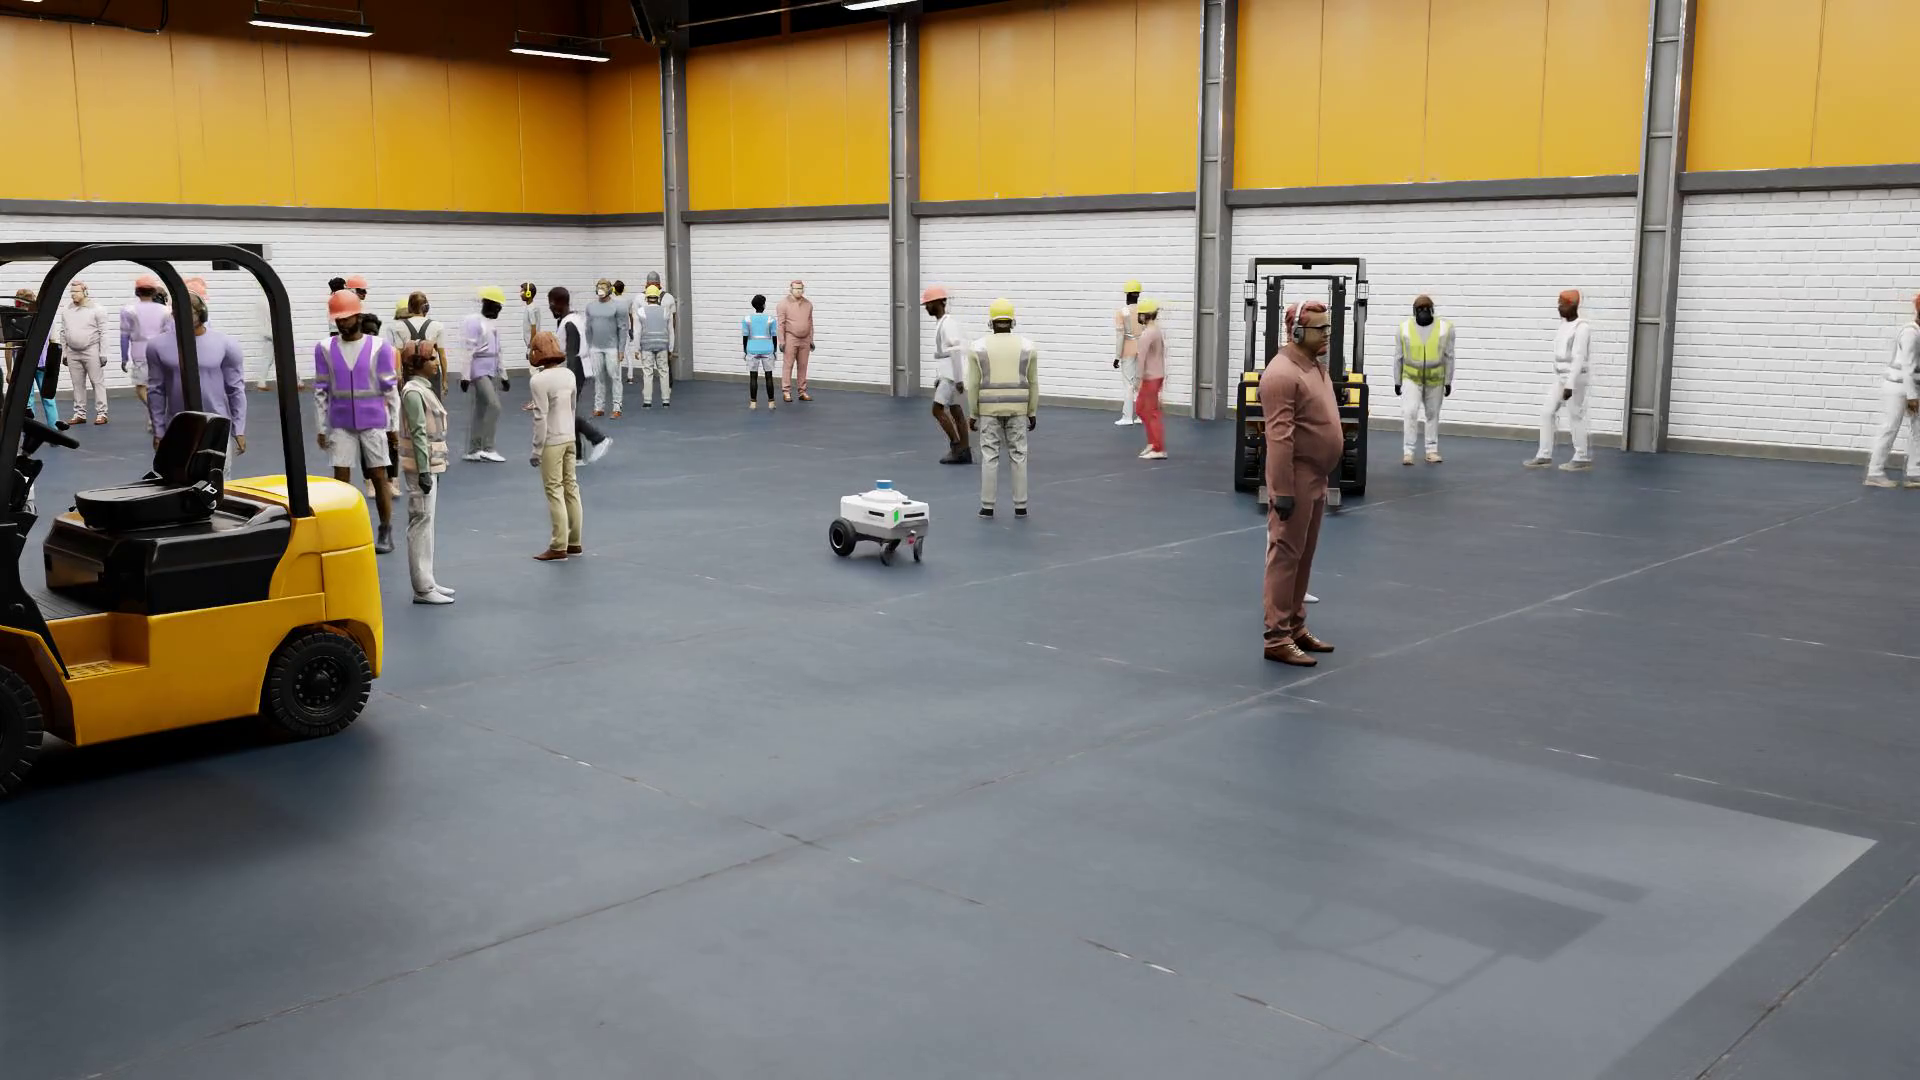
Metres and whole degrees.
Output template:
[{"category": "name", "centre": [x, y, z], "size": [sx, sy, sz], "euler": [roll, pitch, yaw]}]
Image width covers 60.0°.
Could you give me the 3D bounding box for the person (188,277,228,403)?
[{"category": "person", "centre": [-11.808, -3.063, 25.593], "size": [1.001, 1.955, 0.637], "euler": [0, 9, 0]}]

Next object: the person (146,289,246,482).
[{"category": "person", "centre": [-5.230, -0.746, 11.425], "size": [0.627, 1.933, 0.376], "euler": [-2, 9, -12]}]

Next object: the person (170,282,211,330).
[{"category": "person", "centre": [-8.399, -1.870, 18.334], "size": [0.389, 1.929, 0.556], "euler": [2, 10, 13]}]

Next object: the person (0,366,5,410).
[{"category": "person", "centre": [-6.018, -0.470, 10.012], "size": [0.430, 1.841, 0.624], "euler": [7, 11, 36]}]

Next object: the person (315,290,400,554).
[{"category": "person", "centre": [-4.346, -0.840, 12.037], "size": [0.607, 1.925, 0.407], "euler": [-1, 9, -8]}]

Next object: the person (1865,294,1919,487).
[{"category": "person", "centre": [8.942, -1.392, 15.631], "size": [0.592, 1.851, 0.711], "euler": [-8, 12, -41]}]

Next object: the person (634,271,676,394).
[{"category": "person", "centre": [-5.075, -3.441, 27.609], "size": [0.688, 2.000, 0.536], "euler": [-4, 10, -21]}]

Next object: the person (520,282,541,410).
[{"category": "person", "centre": [-6.330, -2.851, 24.513], "size": [0.327, 1.872, 0.512], "euler": [-2, 9, -12]}]

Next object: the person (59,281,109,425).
[{"category": "person", "centre": [-11.668, -2.483, 22.148], "size": [0.641, 1.908, 0.407], "euler": [0, 9, 2]}]

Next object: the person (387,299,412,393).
[{"category": "person", "centre": [-7.103, -2.248, 21.371], "size": [0.477, 1.689, 0.829], "euler": [-1, 9, -5]}]

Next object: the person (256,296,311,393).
[{"category": "person", "centre": [-11.410, -3.400, 27.822], "size": [0.640, 1.899, 0.939], "euler": [5, 10, 27]}]

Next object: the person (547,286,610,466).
[{"category": "person", "centre": [-4.012, -1.699, 17.386], "size": [0.514, 1.890, 0.636], "euler": [-4, 10, -21]}]

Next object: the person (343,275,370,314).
[{"category": "person", "centre": [-7.731, -2.402, 21.381], "size": [0.395, 1.993, 0.614], "euler": [-1, 9, -7]}]

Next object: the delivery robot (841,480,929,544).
[{"category": "delivery robot", "centre": [-0.540, -0.188, 11.921], "size": [0.477, 0.478, 0.707], "euler": [-8, 12, -39]}]

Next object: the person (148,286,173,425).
[{"category": "person", "centre": [-10.583, -2.440, 22.085], "size": [0.637, 1.840, 0.429], "euler": [-4, 10, -23]}]

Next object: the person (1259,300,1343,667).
[{"category": "person", "centre": [1.810, -0.305, 8.790], "size": [0.409, 1.907, 0.651], "euler": [5, 10, 27]}]

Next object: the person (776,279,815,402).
[{"category": "person", "centre": [-2.544, -3.114, 26.021], "size": [0.646, 1.904, 0.401], "euler": [-7, 11, -35]}]

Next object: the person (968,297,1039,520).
[{"category": "person", "centre": [0.354, -1.080, 13.757], "size": [0.590, 1.837, 0.404], "euler": [-1, 9, -5]}]

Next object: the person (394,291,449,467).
[{"category": "person", "centre": [-5.571, -1.645, 17.221], "size": [0.507, 1.837, 0.344], "euler": [-2, 9, -13]}]

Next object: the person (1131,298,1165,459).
[{"category": "person", "centre": [2.047, -1.745, 18.094], "size": [0.455, 1.752, 0.525], "euler": [3, 10, 19]}]

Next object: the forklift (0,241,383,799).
[{"category": "forklift", "centre": [-3.706, -0.171, 7.093], "size": [1.214, 2.155, 2.313], "euler": [9, 13, 43]}]

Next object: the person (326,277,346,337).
[{"category": "person", "centre": [-8.275, -2.543, 22.355], "size": [0.381, 1.958, 0.602], "euler": [4, 10, 22]}]

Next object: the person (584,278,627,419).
[{"category": "person", "centre": [-4.895, -2.634, 22.976], "size": [0.630, 1.940, 0.372], "euler": [3, 10, 16]}]

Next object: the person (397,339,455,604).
[{"category": "person", "centre": [-3.330, -0.425, 10.341], "size": [0.309, 1.641, 0.513], "euler": [-2, 10, -14]}]

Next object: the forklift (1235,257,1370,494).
[{"category": "forklift", "centre": [3.309, -1.629, 16.029], "size": [1.214, 2.155, 2.313], "euler": [2, 9, 11]}]

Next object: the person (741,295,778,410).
[{"category": "person", "centre": [-2.934, -2.750, 24.420], "size": [0.537, 1.697, 0.320], "euler": [-1, 9, -7]}]

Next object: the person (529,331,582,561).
[{"category": "person", "centre": [-2.889, -0.663, 11.824], "size": [0.285, 1.632, 0.499], "euler": [3, 10, 19]}]

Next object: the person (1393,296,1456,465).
[{"category": "person", "centre": [4.926, -1.686, 17.674], "size": [0.633, 1.793, 0.671], "euler": [2, 10, 15]}]

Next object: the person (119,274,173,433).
[{"category": "person", "centre": [-10.033, -2.286, 20.611], "size": [0.615, 2.015, 0.796], "euler": [-8, 12, -42]}]

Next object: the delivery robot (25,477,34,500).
[{"category": "delivery robot", "centre": [-7.814, -0.427, 13.388], "size": [0.477, 0.478, 0.707], "euler": [1, 9, 6]}]

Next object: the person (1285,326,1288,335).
[{"category": "person", "centre": [3.644, -1.680, 18.200], "size": [0.879, 1.578, 0.534], "euler": [6, 11, 32]}]

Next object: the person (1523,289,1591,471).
[{"category": "person", "centre": [6.121, -1.613, 16.953], "size": [0.784, 1.856, 0.598], "euler": [-1, 9, -4]}]

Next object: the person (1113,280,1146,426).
[{"category": "person", "centre": [2.286, -2.475, 22.036], "size": [0.585, 1.927, 0.366], "euler": [-5, 11, -30]}]

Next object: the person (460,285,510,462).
[{"category": "person", "centre": [-5.035, -1.772, 17.812], "size": [0.658, 1.889, 0.630], "euler": [1, 9, 8]}]

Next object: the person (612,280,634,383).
[{"category": "person", "centre": [-6.131, -3.748, 30.015], "size": [0.523, 1.870, 0.317], "euler": [-7, 11, -35]}]

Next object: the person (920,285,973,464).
[{"category": "person", "centre": [-0.127, -1.734, 17.584], "size": [0.601, 1.895, 0.542], "euler": [0, 9, -1]}]

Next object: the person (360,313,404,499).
[{"category": "person", "centre": [-5.210, -1.176, 14.836], "size": [0.550, 1.671, 0.655], "euler": [-6, 11, -32]}]

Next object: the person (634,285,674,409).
[{"category": "person", "centre": [-4.523, -2.843, 24.581], "size": [0.600, 1.831, 0.404], "euler": [-4, 10, -21]}]

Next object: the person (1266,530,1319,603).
[{"category": "person", "centre": [2.040, -0.396, 10.168], "size": [0.306, 1.639, 0.523], "euler": [6, 11, 31]}]

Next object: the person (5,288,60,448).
[{"category": "person", "centre": [-10.689, -1.967, 19.163], "size": [0.564, 1.846, 0.394], "euler": [-9, 13, -43]}]
